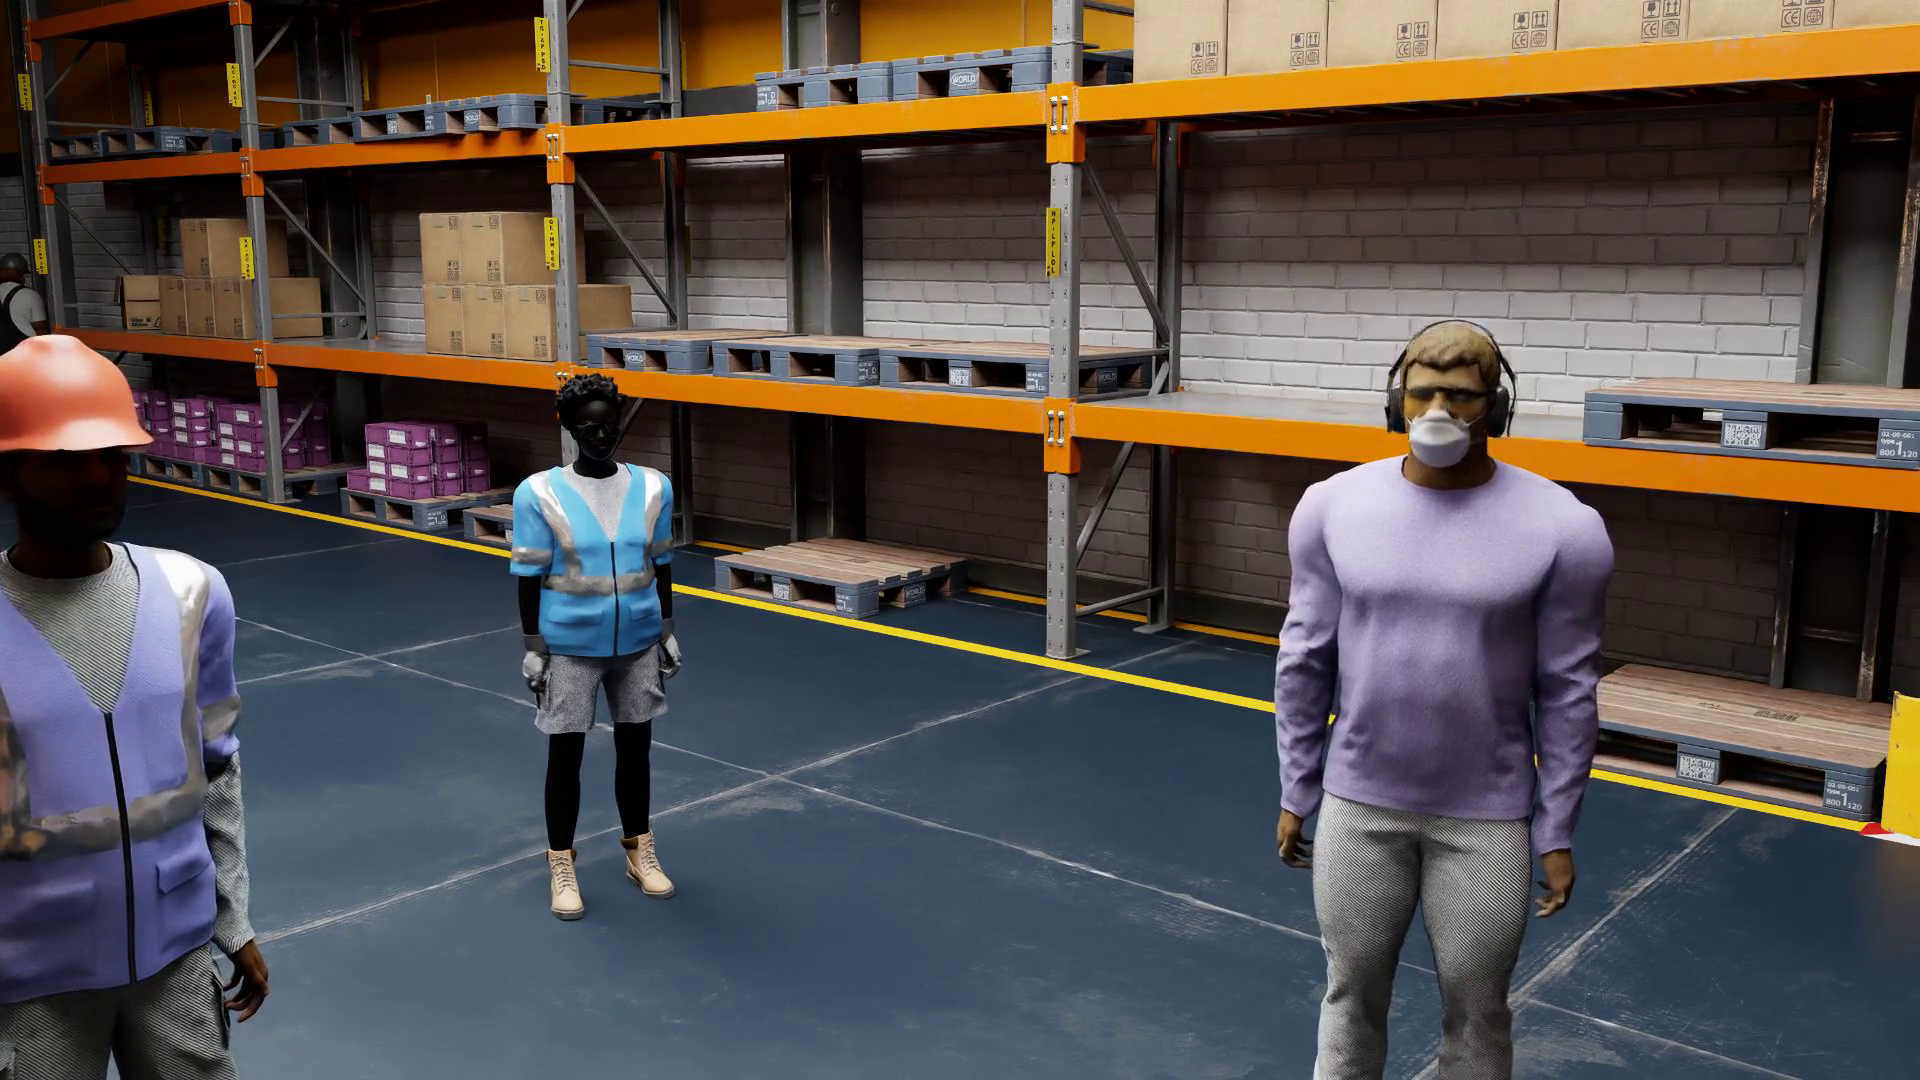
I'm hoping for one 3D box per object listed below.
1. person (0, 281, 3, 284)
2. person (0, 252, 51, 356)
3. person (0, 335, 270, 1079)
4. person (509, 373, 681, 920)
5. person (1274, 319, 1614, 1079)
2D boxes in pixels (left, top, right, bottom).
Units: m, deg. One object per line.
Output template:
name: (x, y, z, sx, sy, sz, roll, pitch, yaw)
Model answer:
person: (-9.550, -1.767, 16.722, 0.624, 1.841, 0.430, -4, 11, -20)
person: (-9.414, -1.870, 16.726, 0.683, 2.000, 0.538, 1, 10, 6)
person: (-1.387, 0.647, 2.681, 0.350, 1.942, 0.545, 8, 13, 39)
person: (-1.127, 0.325, 5.212, 0.540, 1.696, 0.316, -6, 12, -32)
person: (0.933, 0.535, 3.331, 0.636, 1.940, 0.362, 4, 11, 23)
